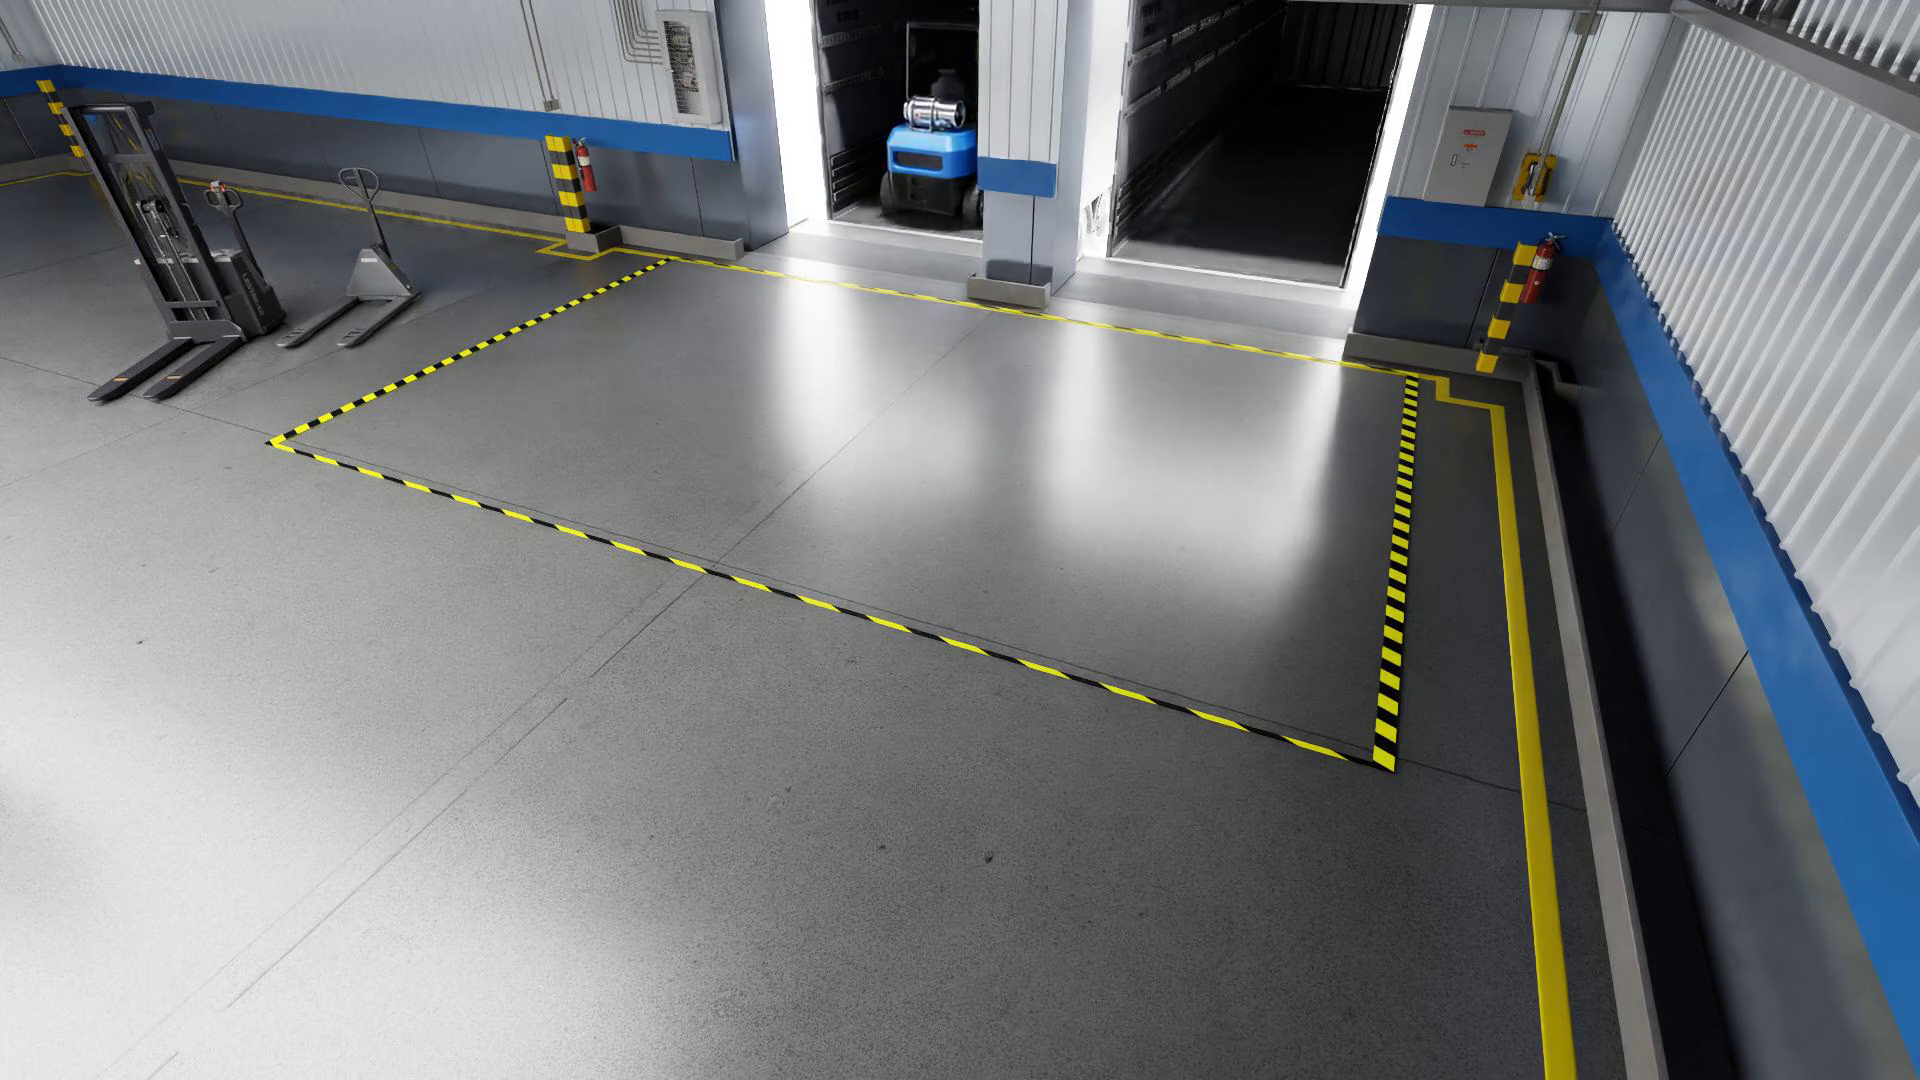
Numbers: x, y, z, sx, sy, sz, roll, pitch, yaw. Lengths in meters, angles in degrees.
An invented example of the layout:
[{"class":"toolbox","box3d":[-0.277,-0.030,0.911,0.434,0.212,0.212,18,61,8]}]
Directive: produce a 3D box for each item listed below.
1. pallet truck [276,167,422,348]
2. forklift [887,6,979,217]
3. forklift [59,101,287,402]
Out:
[{"class":"pallet truck","box3d":[-5.732,-2.611,8.414,0.680,1.201,1.601,-1,35,-1]},{"class":"forklift","box3d":[0.097,-5.423,11.459,1.157,2.036,2.680,16,38,21]},{"class":"forklift","box3d":[-6.686,-2.387,7.434,0.823,1.965,1.885,-3,35,-5]}]
